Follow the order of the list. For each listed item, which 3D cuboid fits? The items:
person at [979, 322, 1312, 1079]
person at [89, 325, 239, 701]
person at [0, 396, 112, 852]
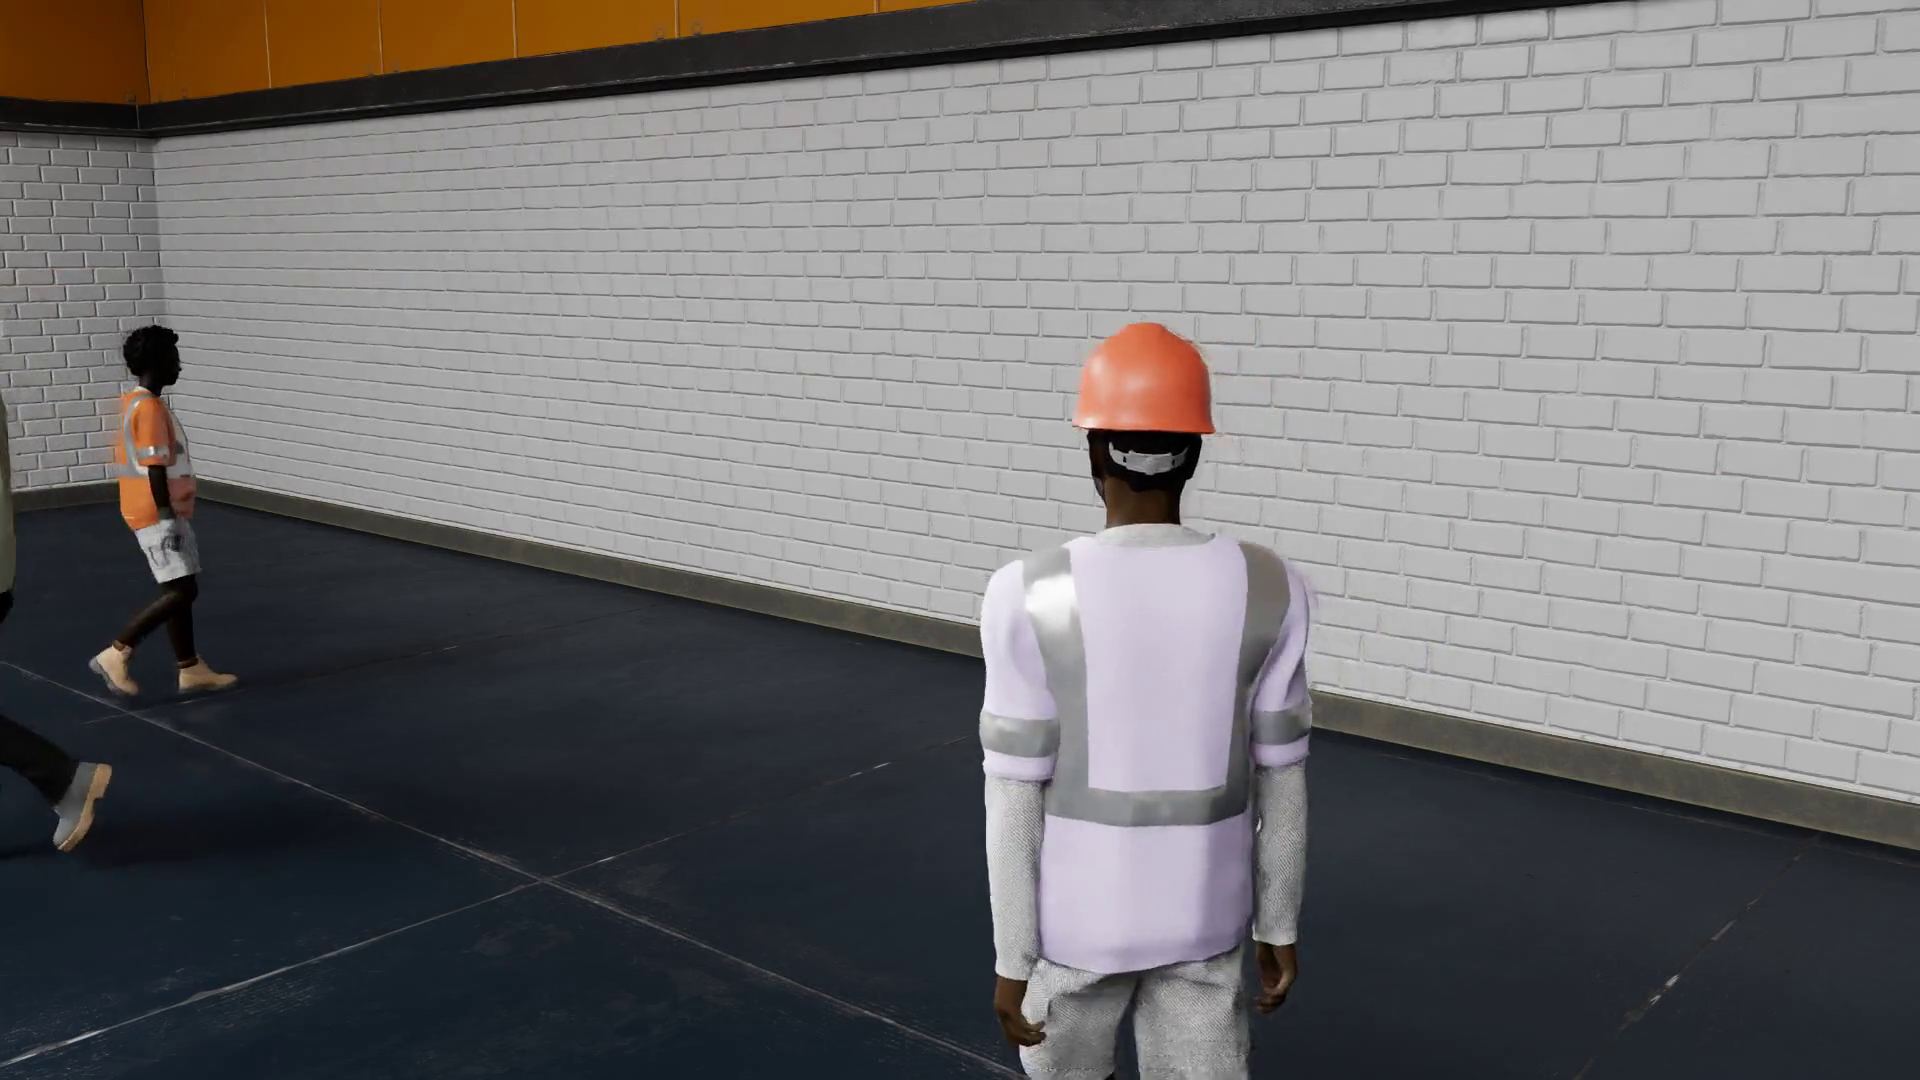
[{"bbox_3d":[0.312,0.615,2.670,0.551,1.913,0.811,-1,10,-8],"label":"person"},{"bbox_3d":[-3.562,-0.106,7.369,0.539,1.687,0.569,-5,11,-26],"label":"person"},{"bbox_3d":[-3.174,0.108,5.342,0.673,1.980,0.632,-1,10,-7],"label":"person"}]
